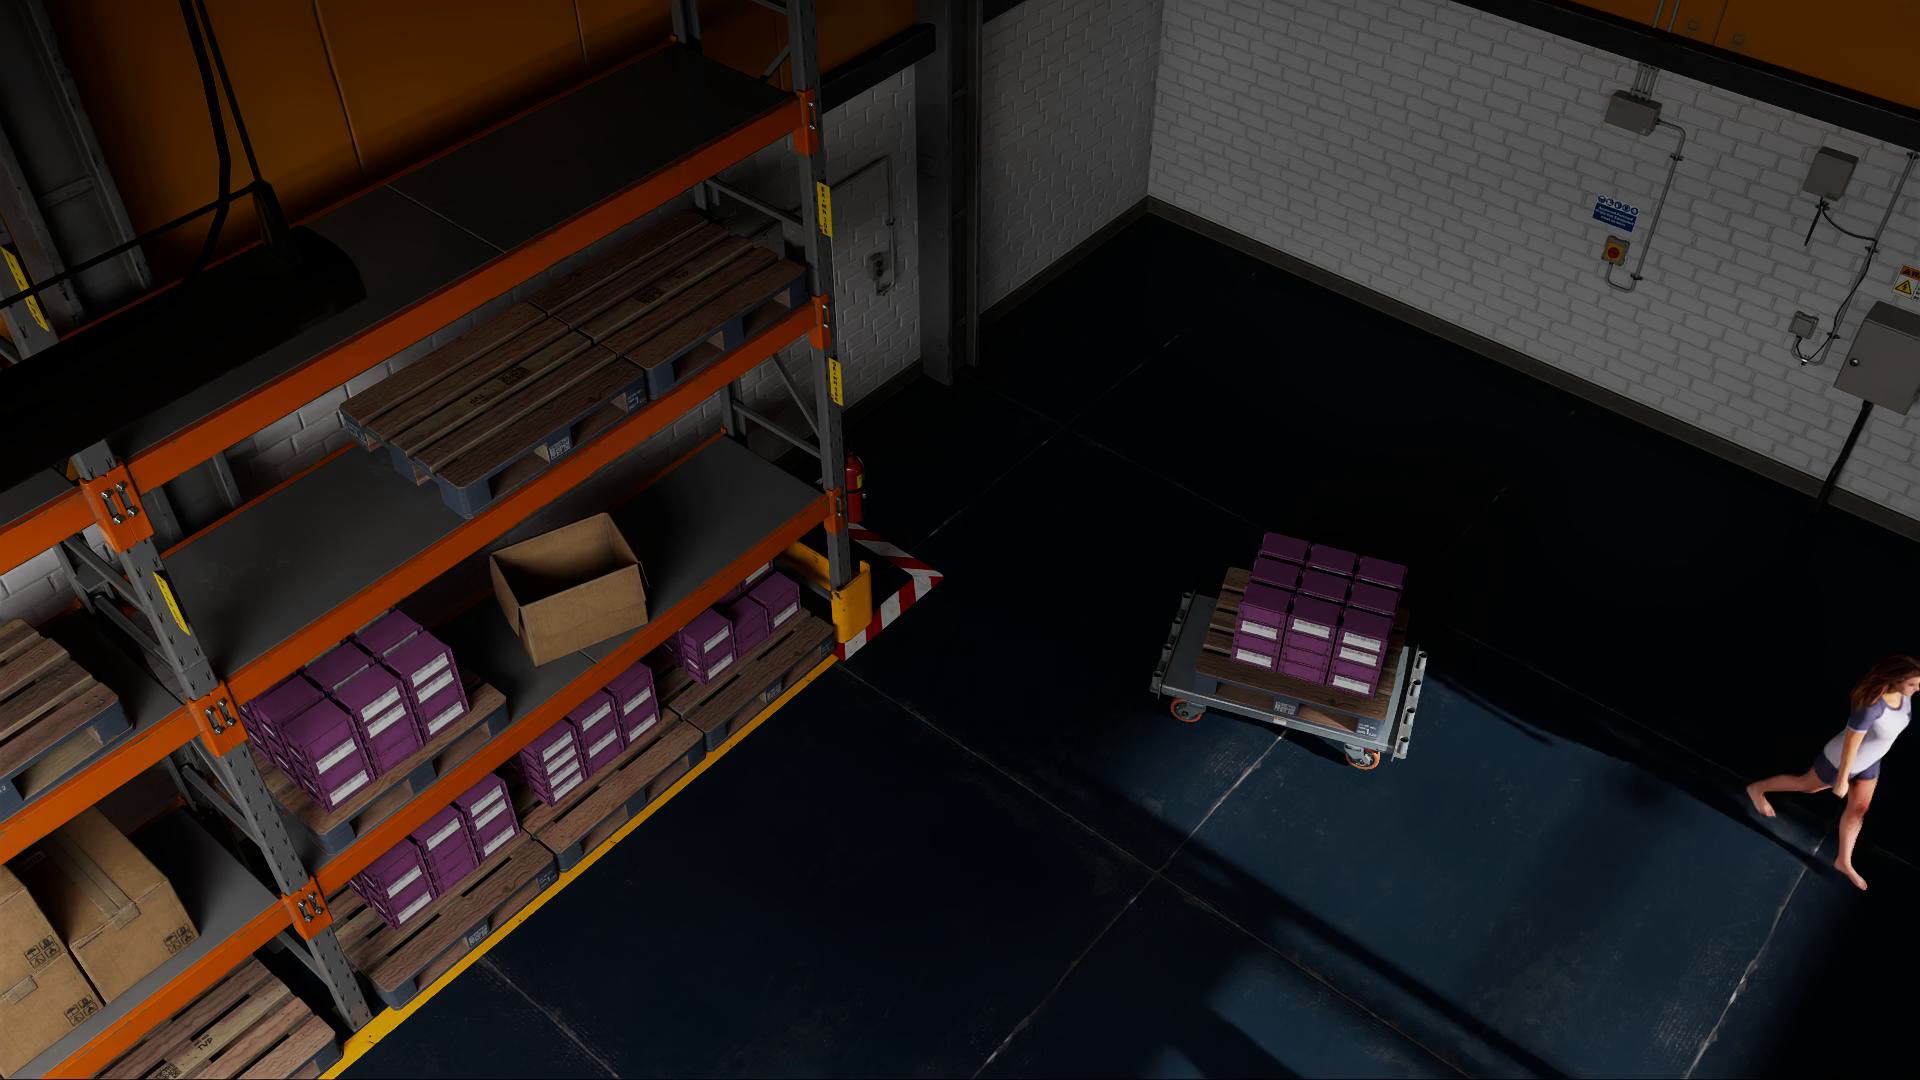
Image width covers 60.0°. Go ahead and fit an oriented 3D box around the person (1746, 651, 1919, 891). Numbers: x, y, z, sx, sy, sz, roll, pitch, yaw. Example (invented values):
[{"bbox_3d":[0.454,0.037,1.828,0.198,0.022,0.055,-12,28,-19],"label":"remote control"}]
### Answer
[{"bbox_3d":[5.103,1.214,9.692,1.117,1.688,0.936,-22,48,-21],"label":"person"}]
